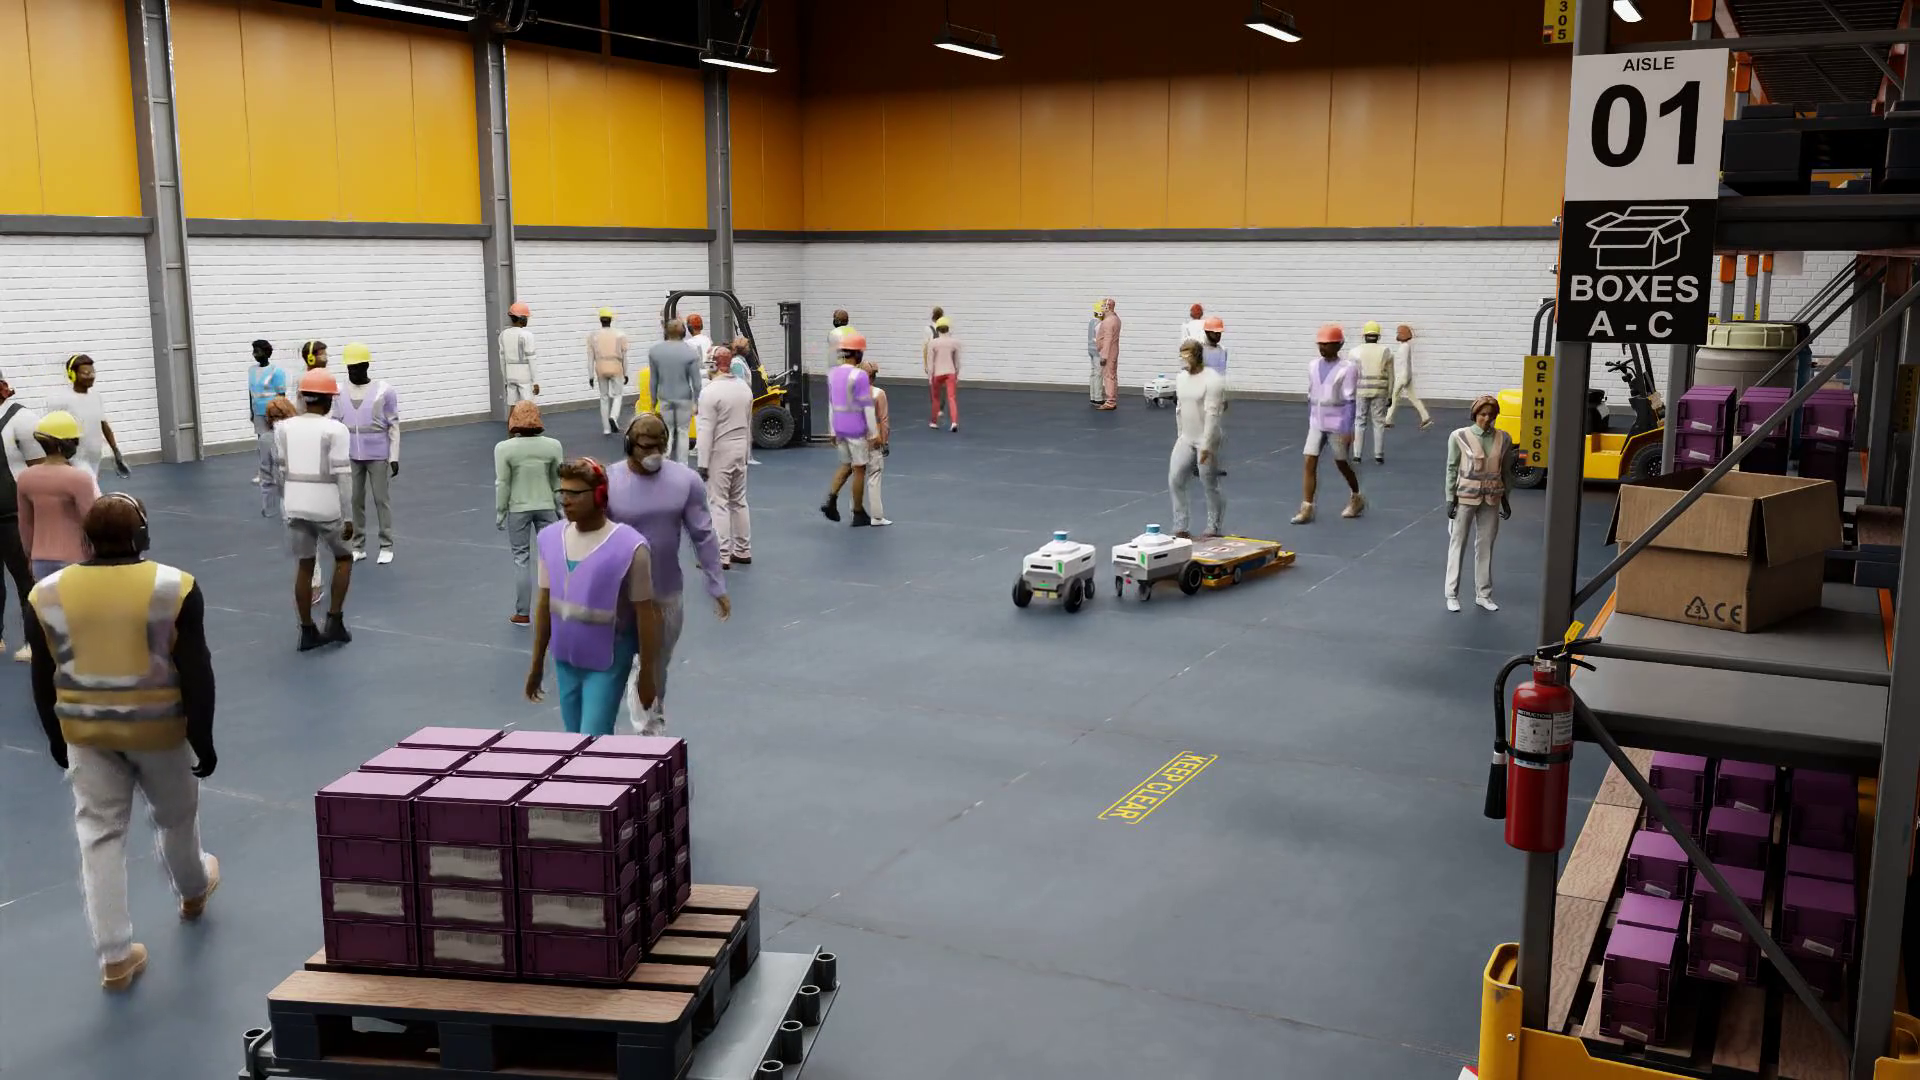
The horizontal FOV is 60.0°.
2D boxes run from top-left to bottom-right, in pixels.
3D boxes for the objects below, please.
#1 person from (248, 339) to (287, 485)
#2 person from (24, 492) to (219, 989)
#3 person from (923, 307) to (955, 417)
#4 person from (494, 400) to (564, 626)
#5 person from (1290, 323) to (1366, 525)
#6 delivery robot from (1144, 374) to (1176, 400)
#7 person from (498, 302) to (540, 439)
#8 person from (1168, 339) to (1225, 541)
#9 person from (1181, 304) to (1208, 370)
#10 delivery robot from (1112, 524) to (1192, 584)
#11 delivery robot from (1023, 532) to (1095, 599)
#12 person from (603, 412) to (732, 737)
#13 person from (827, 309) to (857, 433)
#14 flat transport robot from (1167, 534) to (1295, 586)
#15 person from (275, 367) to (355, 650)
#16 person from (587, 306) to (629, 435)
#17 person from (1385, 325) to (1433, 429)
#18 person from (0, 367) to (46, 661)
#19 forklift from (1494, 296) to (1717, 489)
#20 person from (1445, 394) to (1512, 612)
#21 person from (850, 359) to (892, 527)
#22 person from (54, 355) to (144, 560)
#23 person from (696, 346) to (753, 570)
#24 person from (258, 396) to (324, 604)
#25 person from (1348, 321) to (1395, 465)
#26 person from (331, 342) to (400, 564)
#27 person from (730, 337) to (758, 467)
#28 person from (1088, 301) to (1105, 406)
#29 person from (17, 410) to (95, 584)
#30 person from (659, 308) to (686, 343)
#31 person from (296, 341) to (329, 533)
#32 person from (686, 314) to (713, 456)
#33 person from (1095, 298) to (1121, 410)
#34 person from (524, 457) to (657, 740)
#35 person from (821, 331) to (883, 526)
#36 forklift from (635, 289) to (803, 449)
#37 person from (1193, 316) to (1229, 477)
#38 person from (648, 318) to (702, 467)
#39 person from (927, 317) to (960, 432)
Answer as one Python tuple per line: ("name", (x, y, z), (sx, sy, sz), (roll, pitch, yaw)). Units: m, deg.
("person", (-8.045, -1.484, 19.317), (0.539, 1.695, 0.318), (4, 11, 24))
("person", (-3.147, 0.704, 6.354), (0.654, 1.794, 0.927), (-2, 10, -12))
("person", (-0.339, -2.927, 27.416), (0.514, 1.798, 0.985), (1, 10, 6))
("person", (-3.109, -0.196, 12.043), (0.509, 1.632, 0.267), (-6, 11, -30))
("person", (3.744, -1.173, 16.643), (1.017, 2.007, 0.620), (-8, 13, -39))
("delivery robot", (3.536, -2.668, 29.204), (0.477, 0.478, 0.707), (8, 13, 40))
("person", (-5.820, -2.137, 22.096), (0.615, 2.043, 0.373), (6, 11, 31))
("person", (2.122, -0.870, 15.138), (0.724, 1.906, 0.650), (-7, 12, -35))
("person", (4.016, -3.054, 28.090), (0.598, 1.826, 0.838), (0, 10, -1))
("delivery robot", (1.508, 0.122, 13.050), (0.477, 0.478, 0.707), (9, 13, 41))
("delivery robot", (0.765, 0.179, 12.718), (0.477, 0.478, 0.707), (5, 11, 26))
("person", (-1.547, 0.290, 8.473), (0.673, 1.888, 0.897), (-6, 12, -33))
("person", (-1.782, -2.517, 24.927), (0.437, 1.842, 0.632), (7, 12, 34))
("flat transport robot", (2.195, 0.159, 13.929), (0.652, 0.197, 1.431), (7, 12, 37))
("person", (-4.359, -0.207, 11.306), (0.579, 1.914, 0.477), (2, 10, 9))
("person", (-5.182, -2.482, 24.475), (0.589, 1.908, 0.494), (-1, 10, -6))
("person", (6.840, -2.493, 25.435), (0.829, 1.600, 0.491), (4, 11, 22))
("person", (-6.350, -0.205, 10.920), (0.684, 2.000, 0.535), (2, 10, 10))
("forklift", (7.296, -1.677, 18.993), (2.313, 2.155, 1.214), (5, 11, 27))
("person", (3.889, -0.277, 12.495), (0.514, 1.640, 0.310), (-1, 10, -7))
("person", (-0.912, -0.951, 16.385), (0.517, 1.645, 0.308), (7, 12, 34))
("person", (-7.276, -0.641, 14.077), (0.907, 1.830, 0.515), (1, 10, 8))
("person", (-2.036, -0.701, 14.203), (0.402, 1.900, 0.640), (5, 11, 28))
("person", (-5.086, -0.303, 12.713), (0.525, 1.602, 0.517), (2, 10, 9))
("person", (5.216, -1.866, 21.144), (0.598, 1.828, 0.403), (2, 10, 10))
("person", (-5.141, -0.743, 14.359), (0.594, 1.924, 0.382), (1, 10, 4))
("person", (-2.764, -1.732, 20.933), (0.311, 1.638, 0.522), (0, 10, 1))
("person", (2.462, -3.283, 29.339), (0.403, 1.833, 0.591), (-2, 10, -11))
("person", (-5.284, 0.118, 9.847), (0.533, 1.767, 0.326), (2, 10, 14))
("person", (-4.256, -2.486, 24.591), (0.460, 1.882, 0.649), (-4, 10, -21))
("person", (-6.086, -0.978, 15.934), (0.614, 1.848, 0.566), (-1, 10, -5))
("person", (-3.472, -2.054, 22.081), (0.358, 1.881, 0.574), (3, 10, 19))
("person", (2.529, -3.178, 28.515), (0.407, 1.909, 0.638), (3, 10, 19))
("person", (-1.589, 0.550, 7.151), (0.576, 1.830, 0.442), (7, 12, 33))
("person", (-1.052, -1.075, 16.283), (0.508, 1.924, 0.571), (-8, 13, -39))
("forklift", (-3.358, -2.392, 23.136), (2.313, 2.155, 1.214), (-1, 10, -5))
("person", (3.028, -1.721, 19.993), (0.553, 1.935, 0.361), (-7, 12, -37))
("person", (-3.363, -1.665, 19.712), (0.645, 1.920, 0.488), (1, 10, 7))
("person", (-0.229, -2.506, 25.170), (0.537, 1.725, 0.900), (-3, 10, -17))
